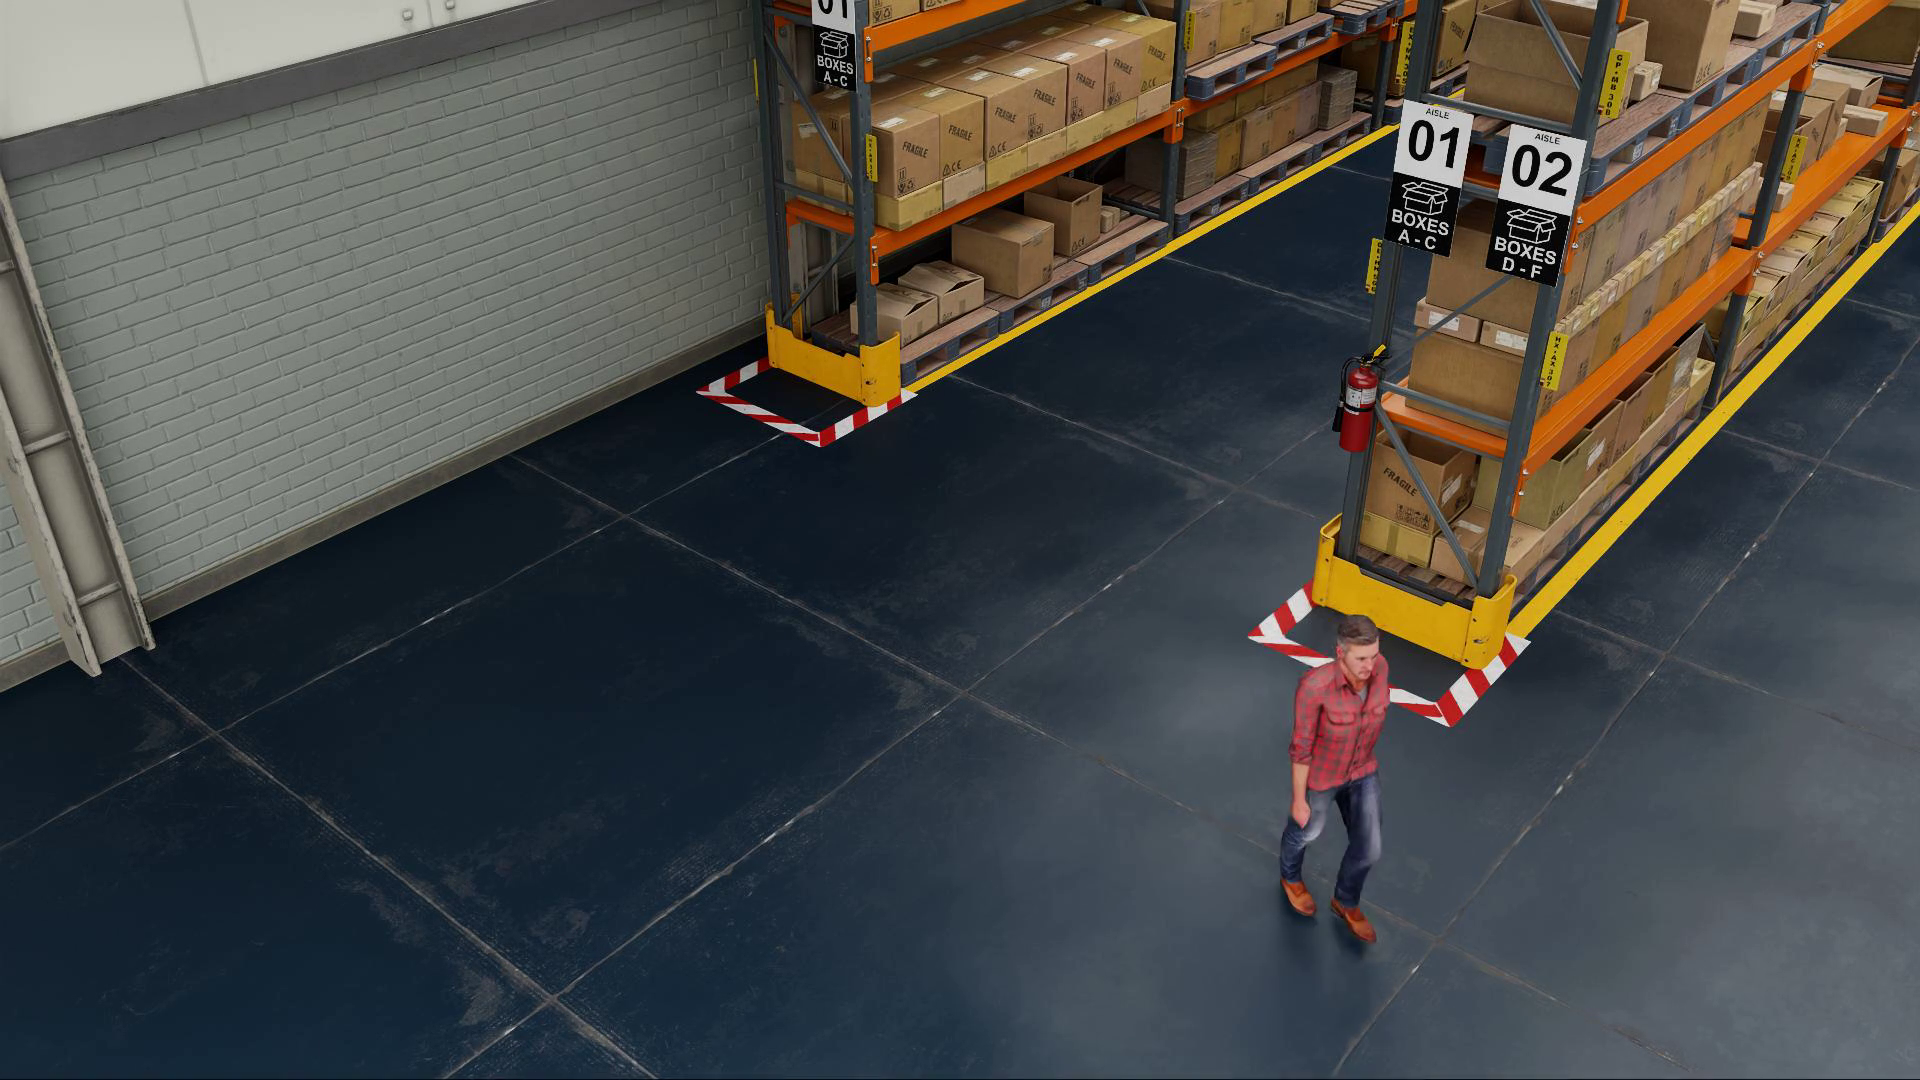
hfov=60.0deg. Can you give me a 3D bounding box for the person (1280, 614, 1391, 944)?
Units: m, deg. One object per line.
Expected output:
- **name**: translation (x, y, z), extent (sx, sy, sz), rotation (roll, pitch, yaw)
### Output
- **person**: translation (1.693, 1.026, 7.805), extent (0.908, 1.810, 0.959), rotation (-13, 35, -19)
